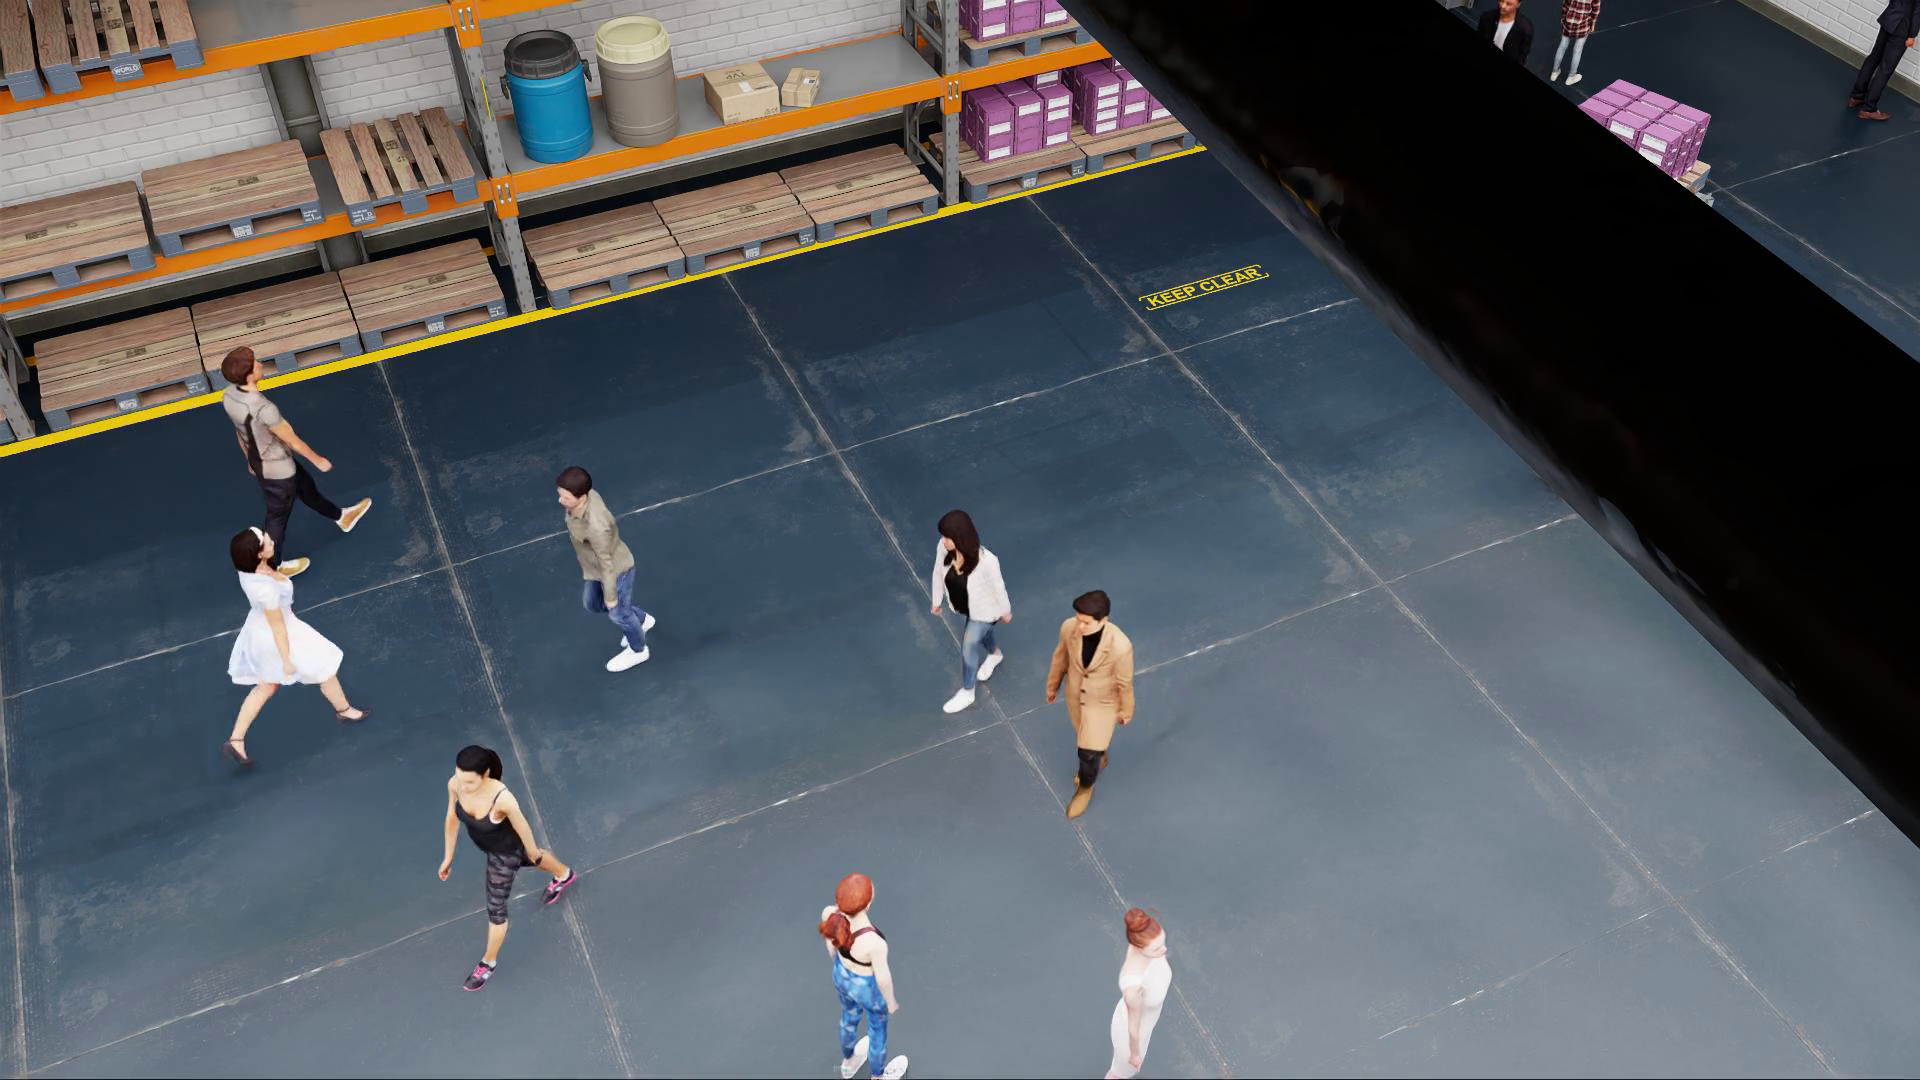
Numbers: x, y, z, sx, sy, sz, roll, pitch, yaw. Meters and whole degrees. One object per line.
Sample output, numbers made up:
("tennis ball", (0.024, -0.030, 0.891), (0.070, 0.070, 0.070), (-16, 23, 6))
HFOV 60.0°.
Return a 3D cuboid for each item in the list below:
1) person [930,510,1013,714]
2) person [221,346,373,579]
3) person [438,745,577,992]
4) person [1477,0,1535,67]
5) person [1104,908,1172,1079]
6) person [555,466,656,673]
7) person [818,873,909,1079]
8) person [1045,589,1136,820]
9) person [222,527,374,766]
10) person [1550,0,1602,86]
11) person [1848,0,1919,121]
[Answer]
("person", (0.149, 0.366, 10.660), (0.850, 1.600, 0.994), (25, 49, 24))
("person", (-4.743, -0.450, 11.337), (0.906, 1.849, 1.220), (34, 53, 31))
("person", (-2.494, 1.642, 9.271), (1.025, 1.669, 1.233), (24, 48, 23))
("person", (5.031, -4.367, 15.492), (0.904, 1.788, 1.030), (30, 51, 28))
("person", (0.872, 2.422, 8.363), (0.677, 1.793, 0.619), (14, 45, 14))
("person", (-2.214, 0.143, 10.718), (0.777, 1.843, 0.760), (-16, 46, -16))
("person", (-0.499, 2.290, 8.505), (0.671, 1.789, 0.728), (28, 50, 26))
("person", (0.861, 0.881, 10.039), (0.850, 1.712, 0.914), (30, 51, 28))
("person", (-4.251, 0.702, 10.184), (1.243, 1.770, 0.865), (-30, 51, -27))
("person", (6.221, -5.230, 16.747), (0.614, 1.306, 0.646), (28, 50, 27))
("person", (9.118, -5.010, 16.110), (0.701, 1.867, 0.724), (-3, 44, -3))
